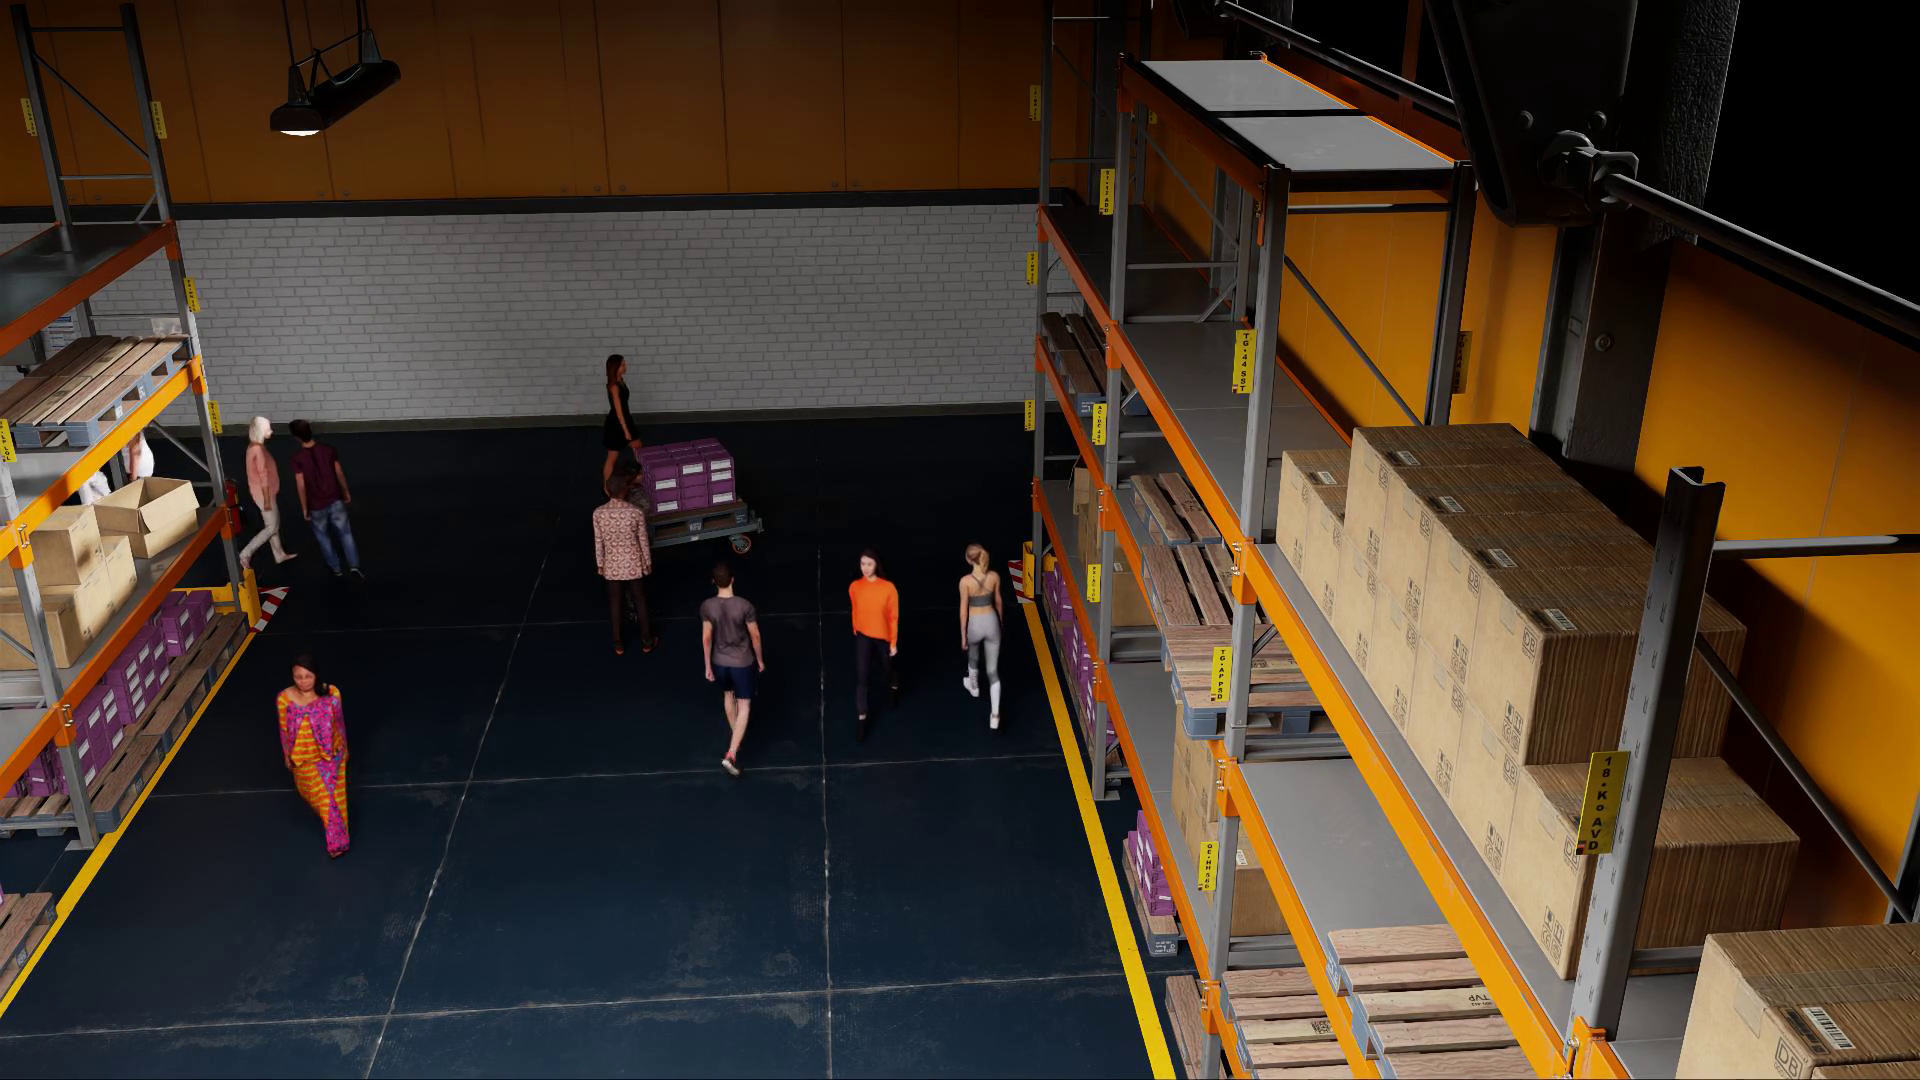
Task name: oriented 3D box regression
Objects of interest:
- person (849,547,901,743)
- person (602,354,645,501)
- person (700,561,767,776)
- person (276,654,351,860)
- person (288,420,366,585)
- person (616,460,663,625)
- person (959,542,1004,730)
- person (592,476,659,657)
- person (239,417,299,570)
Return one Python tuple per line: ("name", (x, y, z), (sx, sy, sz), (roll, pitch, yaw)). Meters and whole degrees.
("person", (-0.705, 0.854, 14.666), (0.867, 1.715, 1.173), (6, 24, 13))
("person", (-4.067, -1.275, 19.417), (0.700, 1.809, 0.845), (0, 24, 1))
("person", (-1.921, 1.094, 13.984), (0.849, 1.822, 1.190), (4, 24, 9))
("person", (-5.018, 1.615, 12.999), (0.762, 1.655, 1.102), (-6, 24, -15))
("person", (-6.597, -0.363, 17.330), (1.052, 1.811, 1.198), (-13, 27, -28))
("person", (-3.233, 0.013, 16.590), (0.719, 1.715, 0.623), (8, 25, 17))
("person", (0.219, 0.872, 14.705), (0.652, 1.651, 1.178), (-4, 24, -8))
("person", (-3.216, 0.248, 15.937), (0.688, 1.808, 0.599), (-1, 24, -1))
("person", (-7.475, -0.467, 17.704), (0.952, 1.702, 0.963), (-16, 28, -31))
